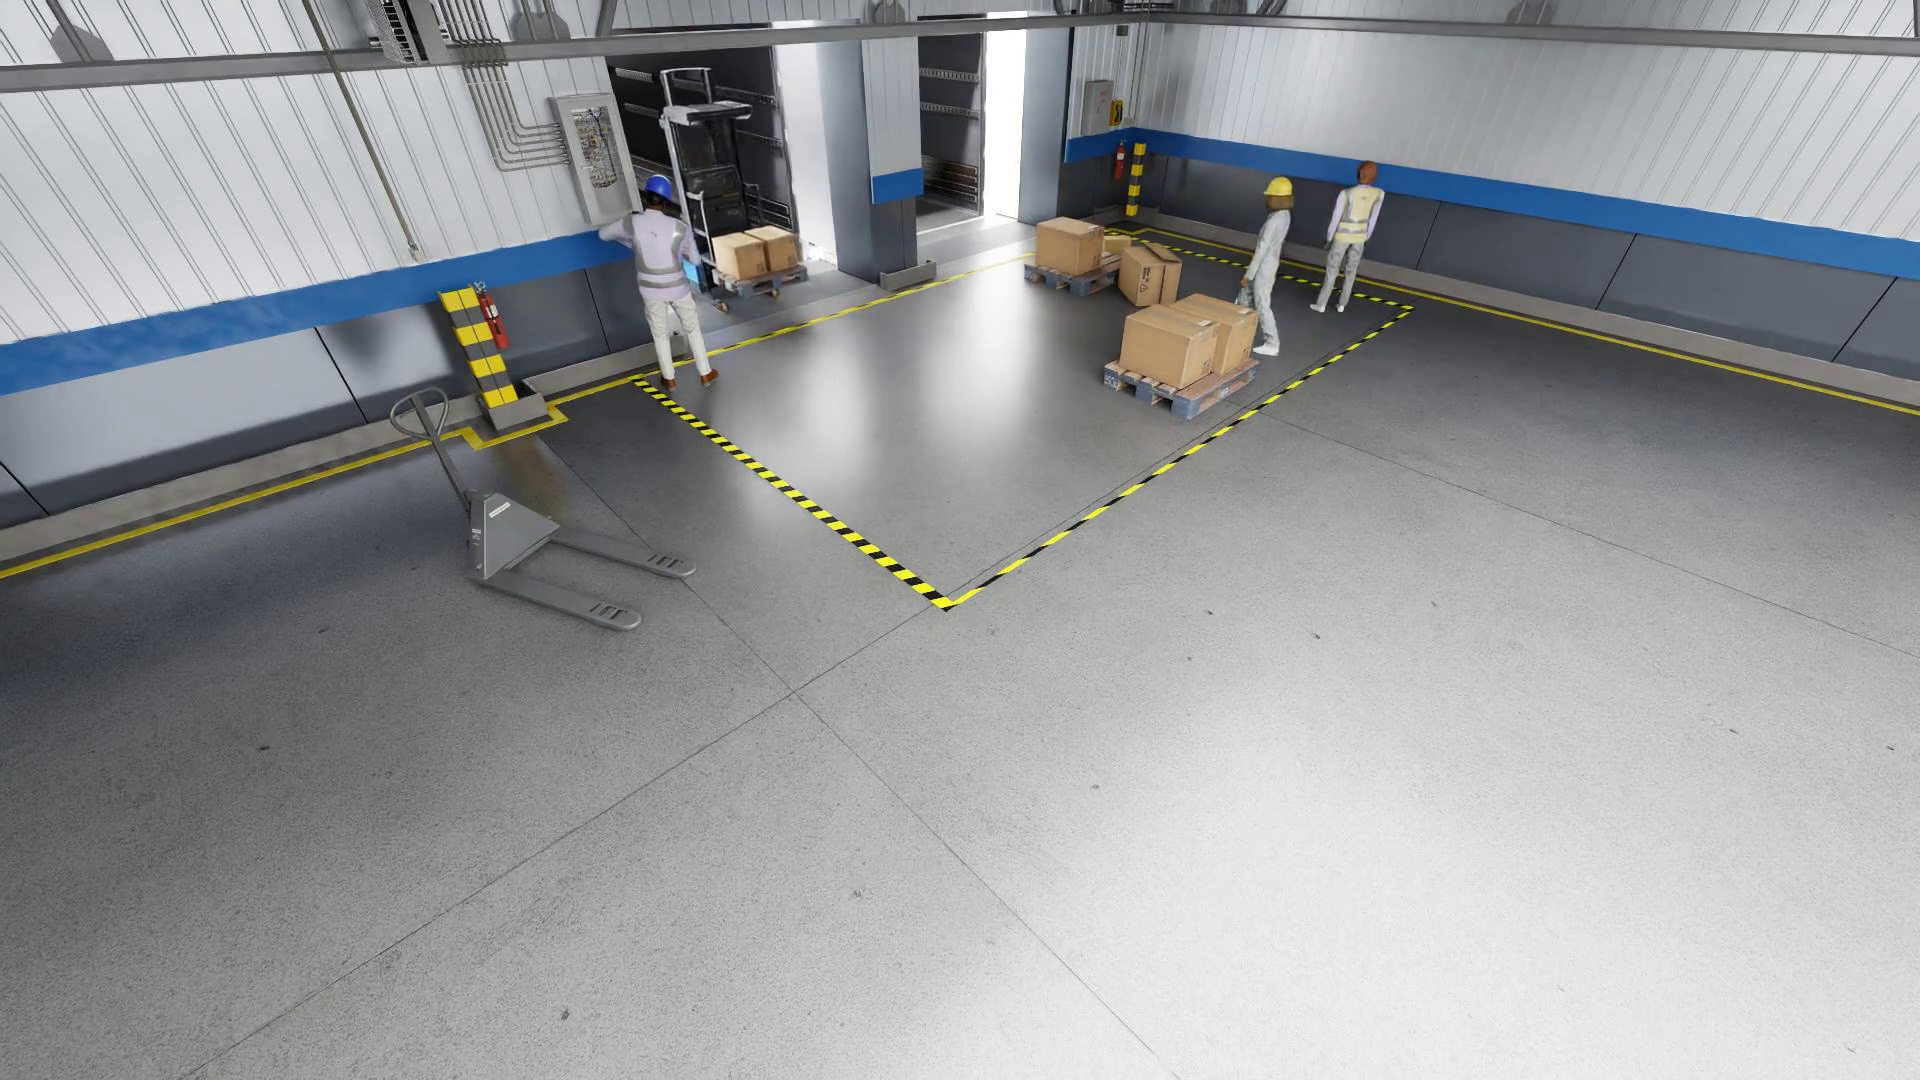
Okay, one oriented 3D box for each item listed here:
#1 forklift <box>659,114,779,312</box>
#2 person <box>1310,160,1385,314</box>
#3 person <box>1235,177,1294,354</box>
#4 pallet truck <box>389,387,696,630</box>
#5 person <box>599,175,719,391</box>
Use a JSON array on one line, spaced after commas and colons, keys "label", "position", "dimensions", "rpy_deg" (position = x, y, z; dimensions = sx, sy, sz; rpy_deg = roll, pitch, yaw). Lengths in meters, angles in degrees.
[{"label": "forklift", "position": [-3.132, -4.029, 8.832], "dimensions": [0.716, 2.013, 0.776], "rpy_deg": [-30, 47, -33]}, {"label": "person", "position": [4.415, -3.410, 8.355], "dimensions": [0.513, 1.640, 0.313], "rpy_deg": [1, 38, 1]}, {"label": "person", "position": [3.059, -2.783, 7.495], "dimensions": [0.811, 1.696, 0.496], "rpy_deg": [21, 42, 25]}, {"label": "pallet truck", "position": [-2.613, -0.247, 4.593], "dimensions": [1.601, 1.201, 0.680], "rpy_deg": [14, 40, 17]}, {"label": "person", "position": [-2.781, -2.366, 6.812], "dimensions": [0.807, 1.881, 0.721], "rpy_deg": [-12, 39, -15]}]
